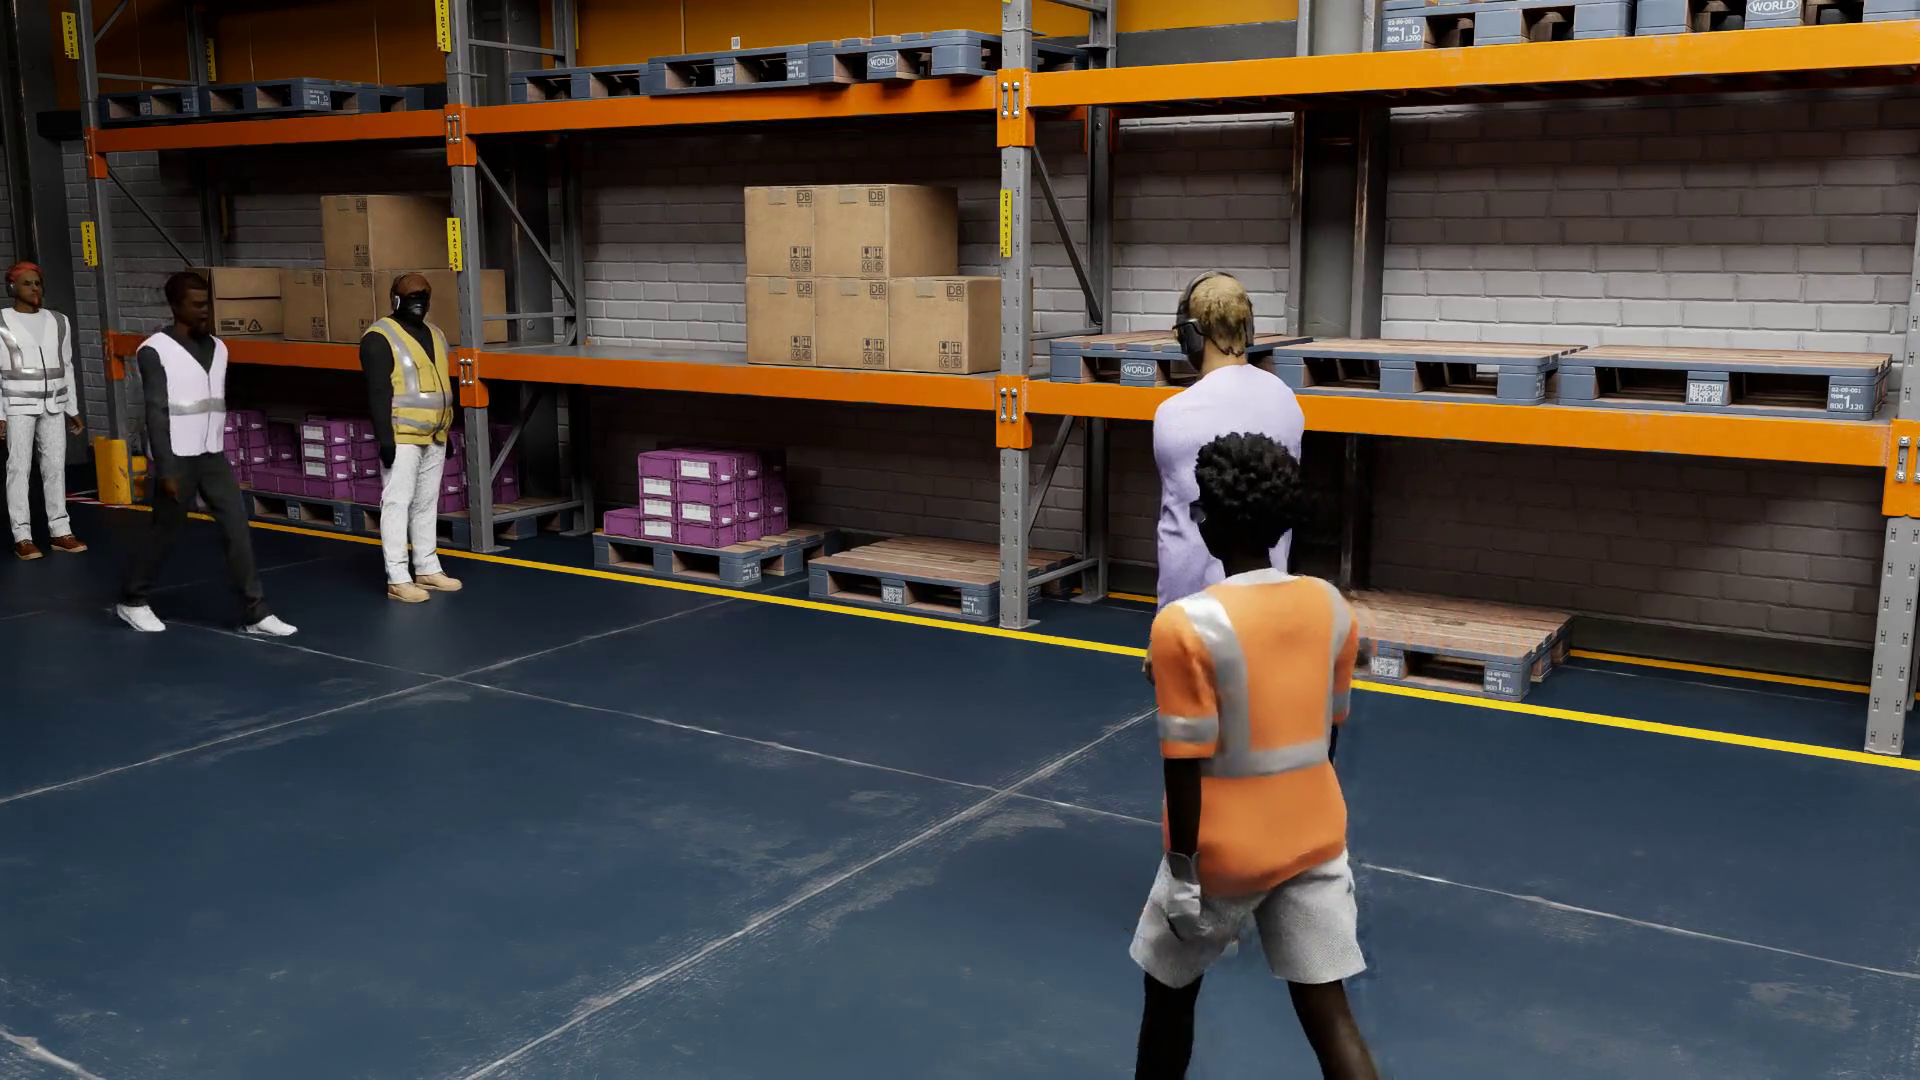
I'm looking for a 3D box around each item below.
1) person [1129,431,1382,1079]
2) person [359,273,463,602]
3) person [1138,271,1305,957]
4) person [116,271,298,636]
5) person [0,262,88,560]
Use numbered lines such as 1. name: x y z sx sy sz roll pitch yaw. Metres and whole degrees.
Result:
1. person: 0.617 0.611 3.335 0.543 1.652 0.875 -6 12 -32
2. person: -3.084 -0.584 9.428 0.430 1.841 0.624 4 11 19
3. person: 0.736 0.215 4.736 0.371 1.935 0.629 9 13 40
4. person: -3.947 -0.429 8.485 0.994 1.873 0.606 3 11 16
5. person: -5.915 -0.826 10.642 0.356 1.885 0.573 6 12 31
